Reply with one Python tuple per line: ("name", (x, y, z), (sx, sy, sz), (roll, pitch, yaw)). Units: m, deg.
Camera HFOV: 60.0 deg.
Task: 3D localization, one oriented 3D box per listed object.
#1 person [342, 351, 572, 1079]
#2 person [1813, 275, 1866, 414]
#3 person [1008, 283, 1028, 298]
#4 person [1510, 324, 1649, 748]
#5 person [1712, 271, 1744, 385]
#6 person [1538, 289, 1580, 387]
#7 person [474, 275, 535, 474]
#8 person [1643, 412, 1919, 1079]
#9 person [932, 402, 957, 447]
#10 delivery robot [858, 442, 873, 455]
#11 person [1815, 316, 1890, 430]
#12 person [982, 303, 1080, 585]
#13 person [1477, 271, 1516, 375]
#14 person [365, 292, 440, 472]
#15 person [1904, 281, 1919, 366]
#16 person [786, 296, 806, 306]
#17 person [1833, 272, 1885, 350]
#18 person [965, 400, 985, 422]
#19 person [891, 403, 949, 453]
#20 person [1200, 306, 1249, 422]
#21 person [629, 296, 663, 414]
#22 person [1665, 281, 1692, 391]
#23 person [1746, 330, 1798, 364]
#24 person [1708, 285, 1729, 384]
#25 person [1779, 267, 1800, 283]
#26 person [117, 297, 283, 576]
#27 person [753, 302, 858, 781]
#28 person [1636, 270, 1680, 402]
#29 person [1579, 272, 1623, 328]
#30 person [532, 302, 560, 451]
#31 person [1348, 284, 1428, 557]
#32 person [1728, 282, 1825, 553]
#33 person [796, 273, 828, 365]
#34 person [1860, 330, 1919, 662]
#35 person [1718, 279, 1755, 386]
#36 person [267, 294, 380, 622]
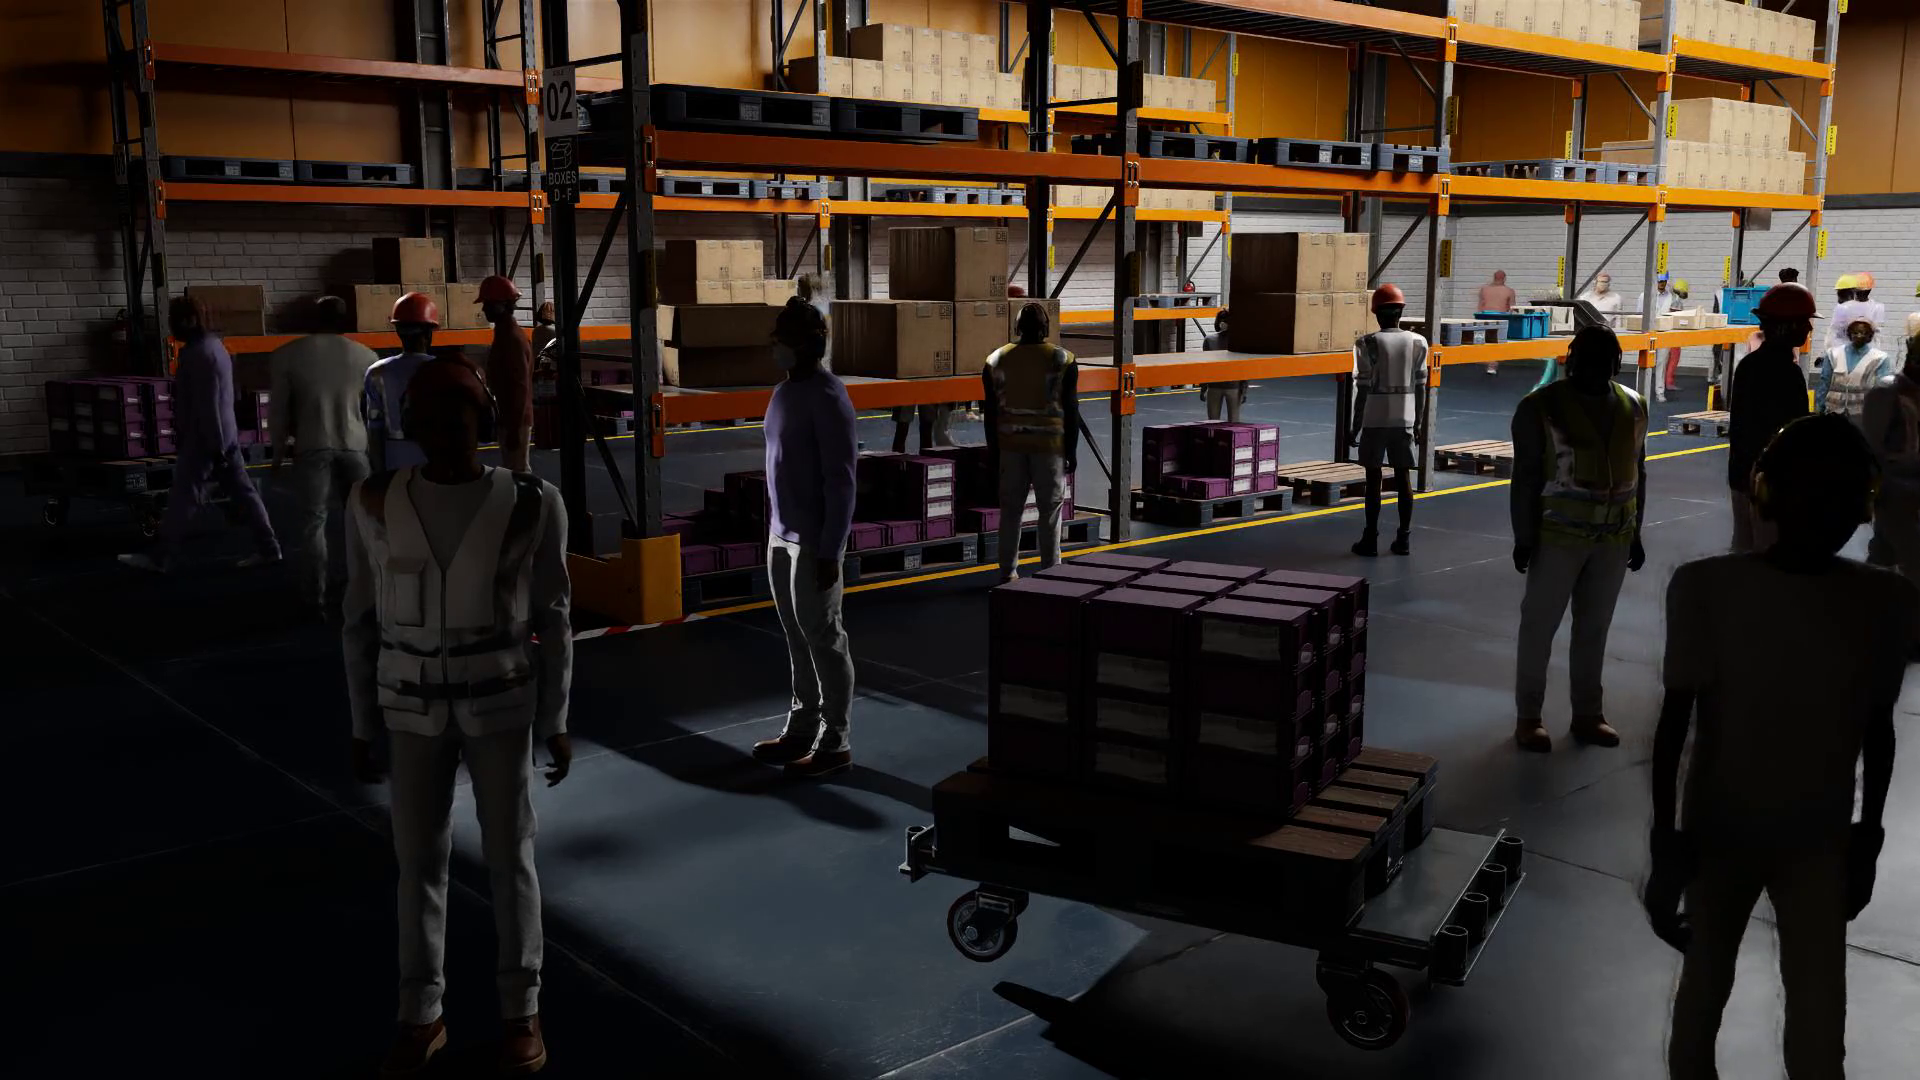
("person", (-1.289, 0.461, 4.292), (0.572, 1.887, 0.355), (-1, 10, -6))
("person", (10.781, -2.295, 20.421), (0.611, 1.877, 0.962), (-8, 12, -38))
("person", (0.503, -1.291, 14.543), (0.515, 1.885, 0.584), (-6, 11, -32))
("person", (2.688, -0.012, 7.203), (0.634, 1.837, 0.429), (-2, 10, -10))
("person", (12.622, -3.470, 27.247), (0.649, 1.909, 0.472), (3, 10, 17))
("person", (7.989, -2.466, 21.897), (0.908, 1.714, 0.541), (3, 10, 18))
("person", (-3.124, -0.826, 11.518), (0.392, 1.990, 0.614), (-3, 10, -19))
("person", (1.666, 0.646, 3.418), (0.517, 1.818, 0.993), (3, 10, 15))
("person", (-0.171, -1.305, 15.387), (0.406, 1.617, 0.548), (-2, 10, -14))
("delivery robot", (-0.851, -0.587, 14.046), (0.477, 0.478, 0.707), (8, 13, 40))
("person", (7.368, -1.032, 13.772), (0.567, 1.630, 0.368), (9, 13, 43))
("person", (0.458, -0.584, 10.582), (0.618, 1.836, 0.430), (3, 10, 18))
("person", (9.741, -3.933, 30.106), (0.679, 1.852, 0.995), (7, 12, 36))
("person", (-2.862, -0.348, 8.886), (0.544, 1.936, 0.359), (0, 10, 2))
("person", (9.852, -1.719, 16.971), (0.585, 1.916, 0.388), (-2, 10, -14))
("person", (-1.852, -1.886, 18.627), (0.533, 1.687, 0.320), (8, 12, 39))
("person", (11.019, -2.316, 20.430), (0.543, 1.927, 0.375), (4, 10, 20))
("person", (0.230, -2.357, 21.336), (0.322, 1.699, 0.536), (-9, 13, -42))
("person", (-0.373, -1.376, 14.582), (0.605, 2.045, 0.378), (-3, 10, -19))
("person", (2.598, -1.473, 16.355), (0.498, 1.633, 0.285), (4, 11, 24))
("person", (-3.460, -1.919, 18.426), (0.420, 1.818, 0.602), (5, 11, 26))
("person", (11.351, -3.238, 26.418), (0.322, 1.731, 0.684), (2, 10, 11))
("person", (7.403, -1.352, 15.285), (0.323, 1.761, 0.523), (-5, 11, -28))
("person", (12.712, -3.418, 27.723), (0.310, 1.638, 0.522), (-1, 10, -9))
("person", (11.671, -2.878, 23.605), (0.364, 1.965, 0.609), (1, 10, 8))
("person", (-5.107, -0.692, 11.153), (1.010, 1.852, 0.660), (-2, 10, -13))
("person", (-0.635, 0.003, 6.816), (0.359, 1.939, 0.635), (-5, 11, -28))
("person", (10.140, -2.974, 24.218), (0.602, 1.949, 0.389), (2, 10, 9))
("person", (9.486, -3.035, 24.756), (0.667, 1.893, 0.467), (4, 10, 22))
("person", (-4.500, -1.788, 18.224), (0.496, 1.629, 0.277), (9, 13, 42))
("person", (3.018, -0.842, 11.800), (0.543, 1.928, 0.372), (-1, 10, -7))
("person", (4.061, -0.286, 8.351), (0.381, 1.994, 0.615), (0, 10, 1))
("person", (-1.754, -2.149, 19.456), (0.446, 1.923, 0.653), (-1, 10, -6))
("person", (5.026, -0.248, 8.774), (0.646, 1.768, 0.776), (-7, 12, -36))
("person", (10.123, -2.433, 21.440), (0.970, 1.821, 0.514), (-1, 10, -7))
("person", (-3.739, -0.504, 9.906), (0.692, 1.888, 0.714), (-6, 11, -30))
